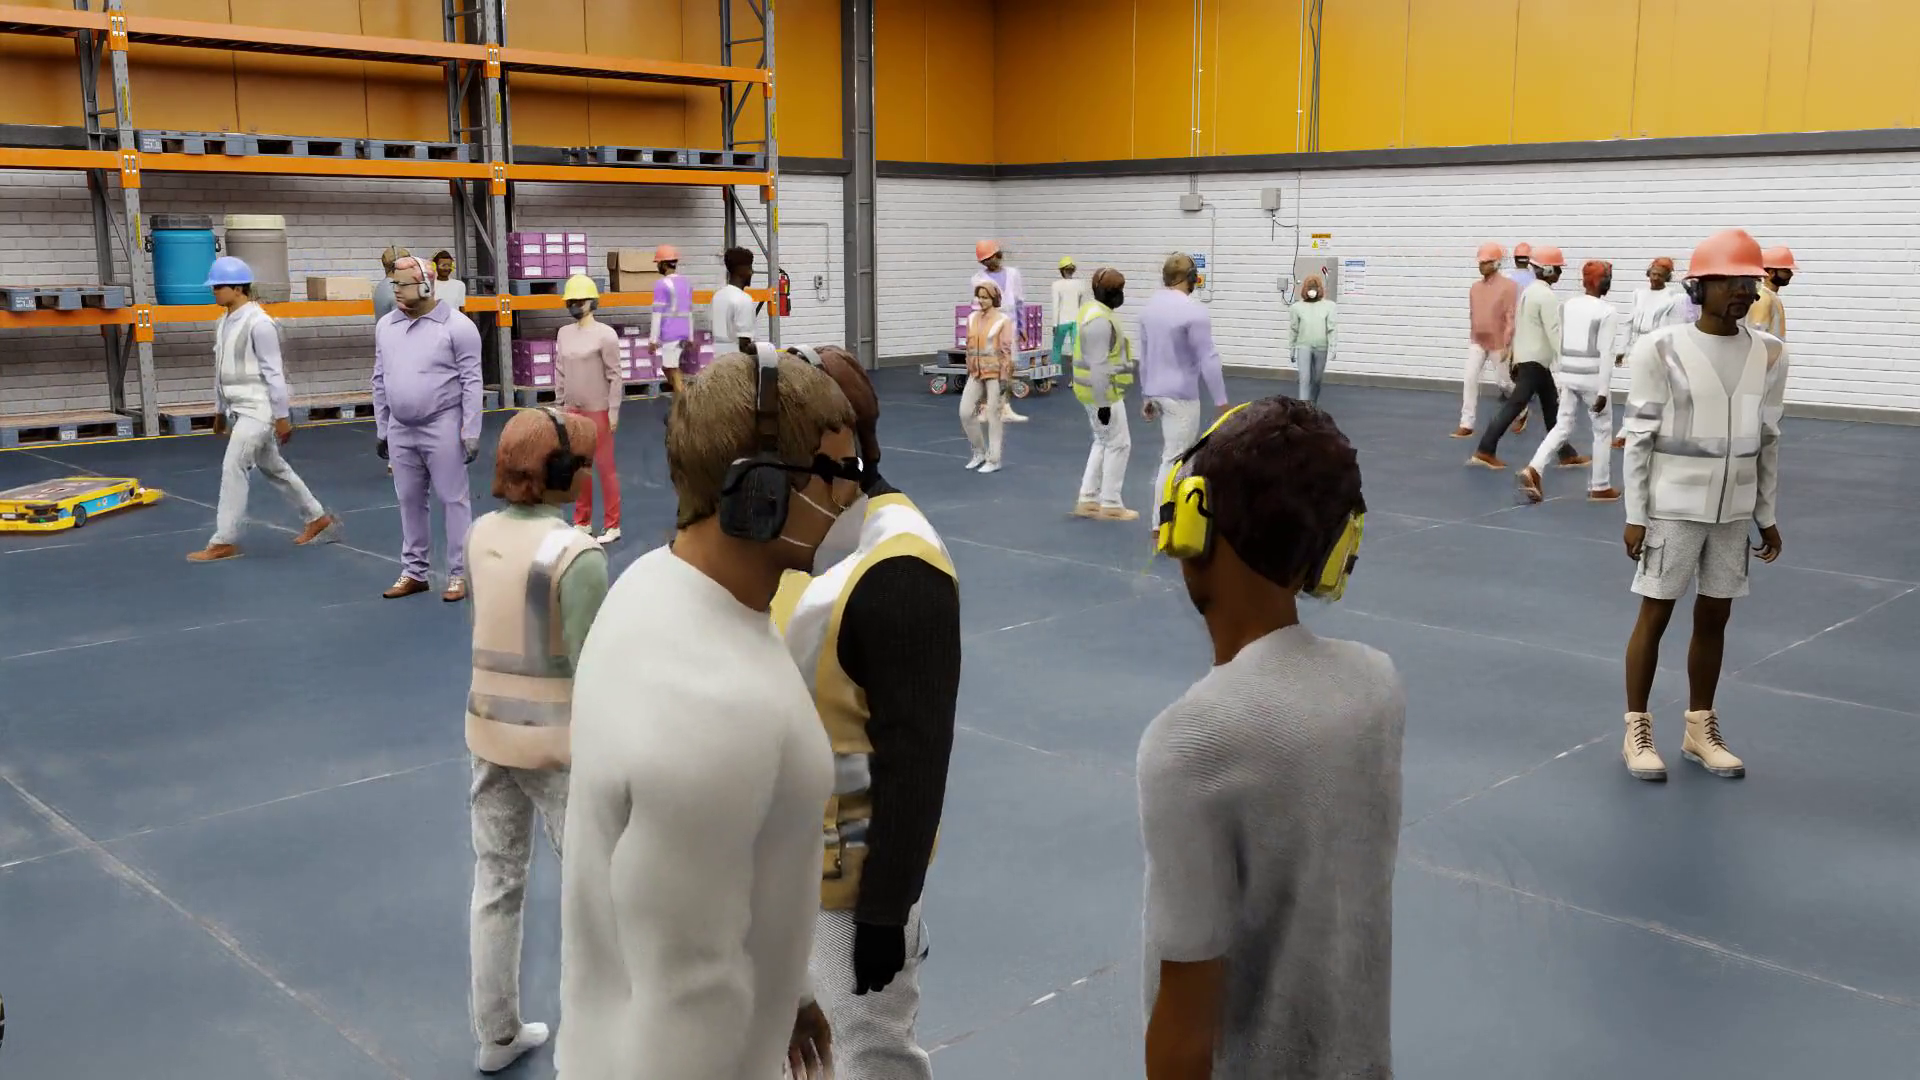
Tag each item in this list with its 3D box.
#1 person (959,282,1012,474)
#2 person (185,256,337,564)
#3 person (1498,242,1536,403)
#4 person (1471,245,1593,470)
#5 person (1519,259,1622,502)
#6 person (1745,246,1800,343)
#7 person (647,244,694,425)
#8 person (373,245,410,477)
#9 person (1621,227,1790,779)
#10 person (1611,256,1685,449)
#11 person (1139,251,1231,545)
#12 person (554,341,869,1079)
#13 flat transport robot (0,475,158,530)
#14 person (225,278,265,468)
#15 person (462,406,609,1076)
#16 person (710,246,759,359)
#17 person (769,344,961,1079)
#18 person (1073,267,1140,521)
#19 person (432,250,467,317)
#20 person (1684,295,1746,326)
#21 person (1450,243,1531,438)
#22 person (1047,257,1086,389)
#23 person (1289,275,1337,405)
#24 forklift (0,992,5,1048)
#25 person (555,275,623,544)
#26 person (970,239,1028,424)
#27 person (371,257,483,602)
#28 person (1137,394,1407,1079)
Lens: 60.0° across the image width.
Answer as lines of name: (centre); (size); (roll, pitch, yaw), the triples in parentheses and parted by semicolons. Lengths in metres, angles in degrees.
person: (0.225, -1.375, 14.136); (0.548, 1.625, 0.389); (10, 14, 42)
person: (-4.442, -0.839, 10.519); (0.987, 1.903, 0.628); (-10, 15, -44)
person: (6.770, -2.628, 20.158); (0.550, 1.935, 0.375); (2, 10, 8)
person: (4.955, -1.558, 14.341); (1.079, 1.945, 0.609); (1, 10, 5)
person: (4.656, -1.184, 12.524); (0.875, 1.855, 0.576); (-6, 12, -30)
person: (6.460, -1.379, 13.342); (0.378, 1.938, 0.547); (6, 12, 29)
person: (-3.092, -2.174, 17.708); (0.486, 1.918, 0.554); (4, 11, 21)
person: (-4.631, -1.460, 13.785); (0.372, 1.940, 0.632); (-7, 13, -34)
person: (2.766, -0.121, 6.185); (0.605, 2.048, 0.371); (-1, 10, -6)
person: (6.637, -1.781, 15.825); (0.930, 1.837, 0.597); (-3, 11, -17)
person: (1.484, -0.915, 10.876); (0.555, 1.919, 0.706); (-5, 11, -23)
person: (-0.410, 0.714, 2.120); (0.725, 1.915, 0.648); (-3, 11, -14)
flat transport robot: (-6.414, -0.274, 11.868); (0.652, 0.197, 1.431); (0, 10, 2)
person: (-6.201, -1.481, 14.440); (0.505, 1.730, 0.353); (7, 13, 35)
person: (-0.971, 0.497, 3.992); (0.520, 1.623, 0.464); (8, 13, 39)
person: (-1.912, -1.427, 13.622); (0.755, 1.944, 0.602); (-8, 13, -35)
person: (-0.247, 0.569, 3.000); (0.429, 1.839, 0.621); (-5, 12, -26)
person: (1.032, -1.016, 11.725); (0.465, 1.807, 0.658); (0, 10, -2)
person: (-5.577, -2.196, 18.023); (0.519, 1.860, 0.320); (-6, 12, -28)
person: (6.657, -1.605, 14.615); (0.590, 1.923, 0.384); (4, 11, 20)
person: (5.384, -2.002, 16.710); (0.950, 1.955, 0.602); (-8, 13, -36)
person: (1.403, -2.900, 22.190); (0.541, 1.721, 0.864); (-4, 11, -21)
person: (3.815, -2.071, 18.040); (0.498, 1.601, 0.781); (1, 10, 5)
forklift: (-3.245, 0.323, 3.363); (2.313, 2.155, 1.214); (2, 11, 13)
person: (-2.463, -0.853, 10.948); (0.534, 1.767, 0.317); (6, 12, 29)
person: (0.439, -2.223, 17.851); (0.711, 1.995, 0.358); (-6, 12, -30)
person: (-2.966, -0.604, 9.209); (0.651, 1.904, 0.402); (3, 11, 15)
person: (0.332, 0.749, 2.012); (0.391, 1.837, 0.646); (9, 14, 40)
